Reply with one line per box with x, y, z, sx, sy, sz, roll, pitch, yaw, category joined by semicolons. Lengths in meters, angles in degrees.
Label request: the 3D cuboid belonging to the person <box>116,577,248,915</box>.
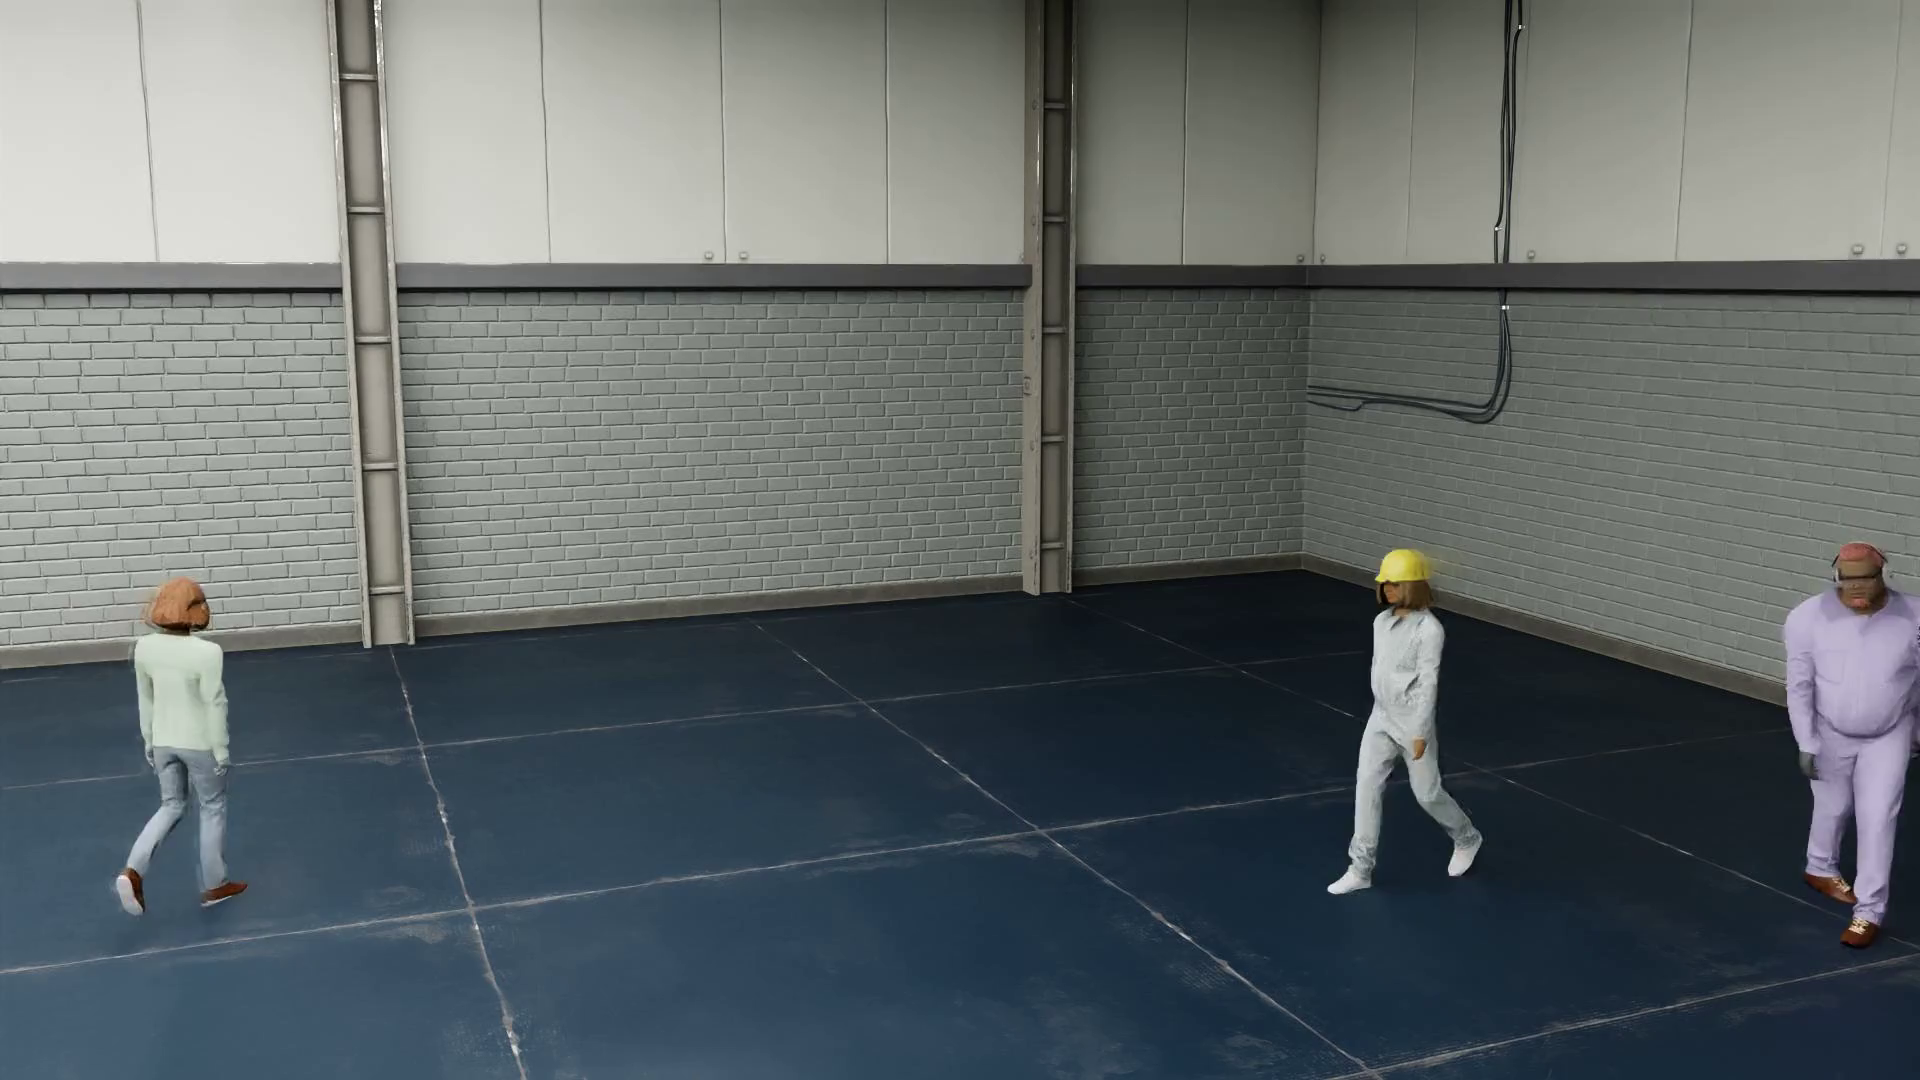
-3.705;0.987;7.847;0.499;1.621;0.614;3;9;17;person

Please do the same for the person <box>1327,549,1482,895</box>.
2.227;0.881;8.208;0.823;1.714;0.488;-5;10;-30;person

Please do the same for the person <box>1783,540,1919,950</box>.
4.176;0.894;7.746;0.664;1.848;0.839;4;10;26;person
